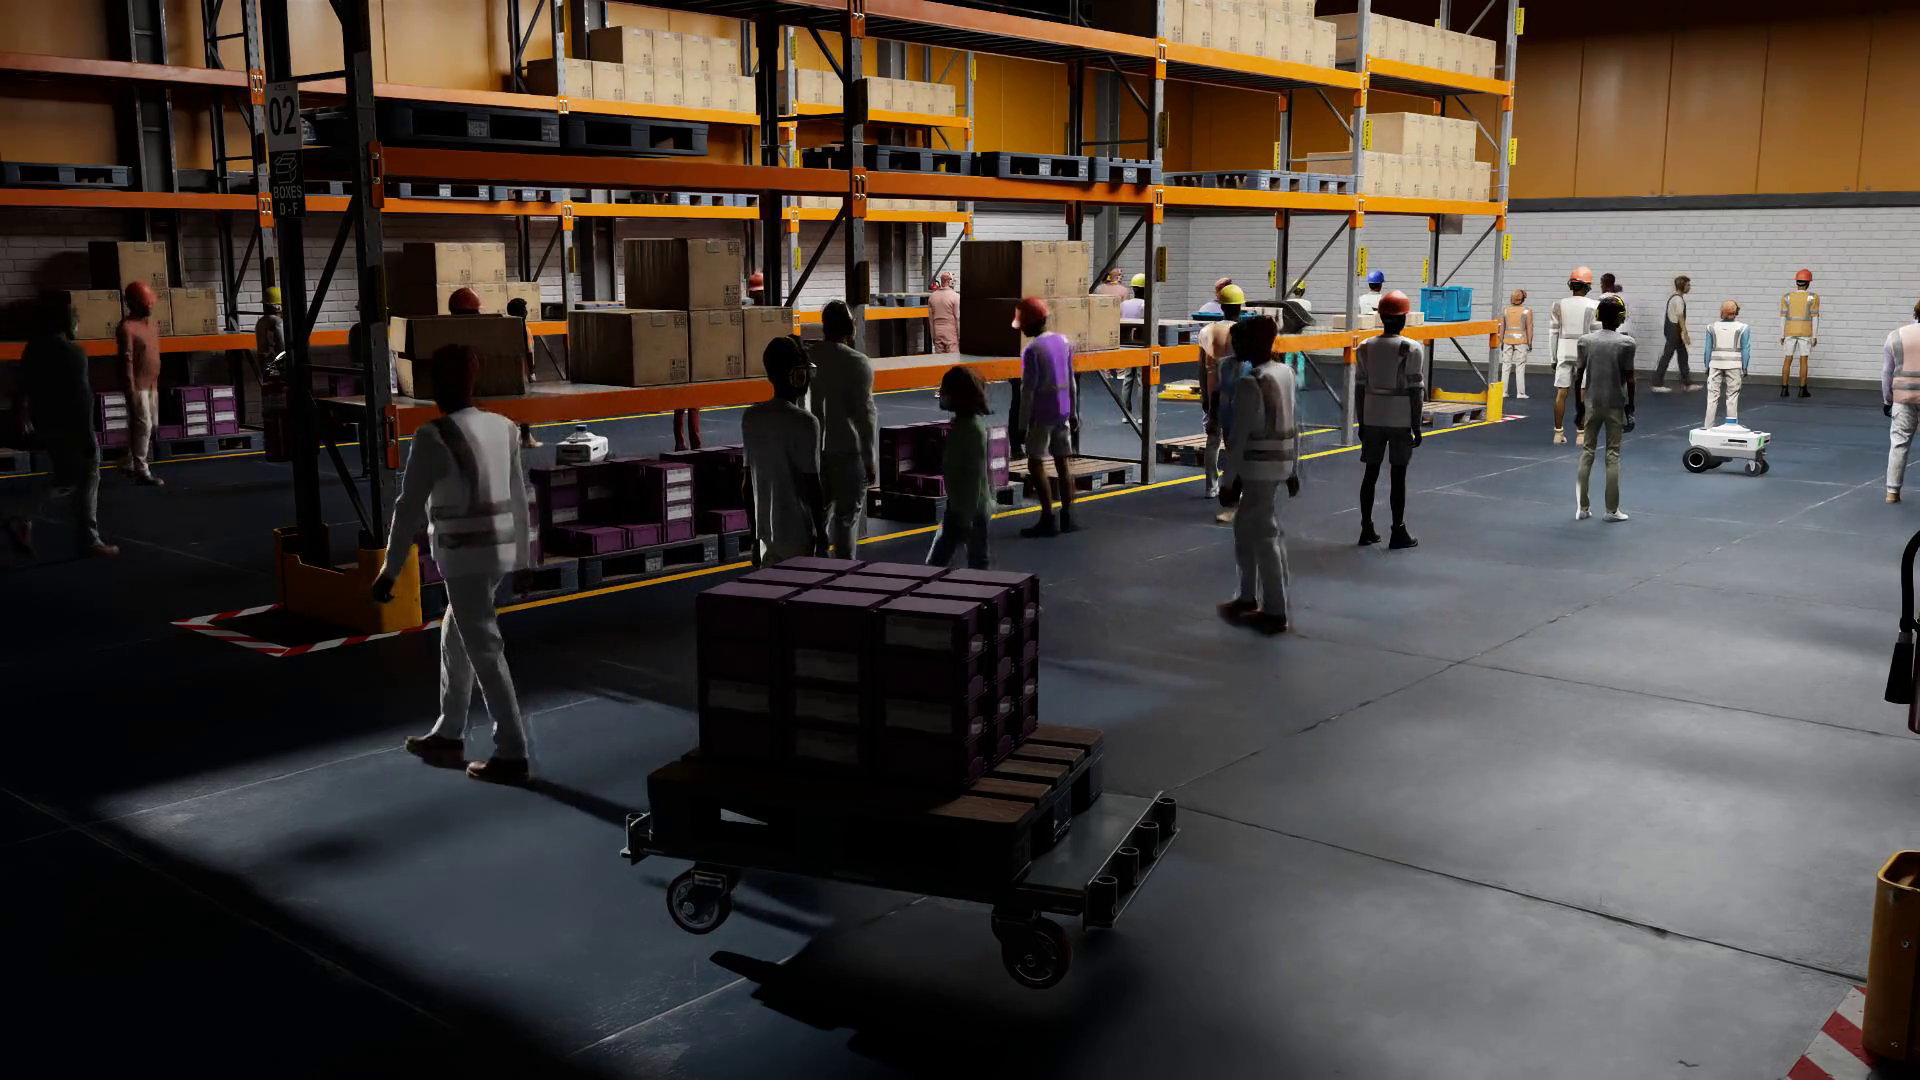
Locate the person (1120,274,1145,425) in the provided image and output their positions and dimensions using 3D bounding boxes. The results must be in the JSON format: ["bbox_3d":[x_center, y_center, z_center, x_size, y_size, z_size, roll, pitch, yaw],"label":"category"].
[{"bbox_3d":[2.287,-2.442,21.333,0.588,1.927,0.371,8,13,40],"label":"person"}]

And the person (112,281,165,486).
[{"bbox_3d":[-7.816,-1.462,15.720,0.709,1.946,0.678,0,10,0],"label":"person"}]

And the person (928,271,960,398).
[{"bbox_3d":[-0.169,-3.054,24.881,0.641,1.908,0.407,8,13,40],"label":"person"}]

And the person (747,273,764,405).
[{"bbox_3d":[-2.129,-1.890,18.024,0.613,1.999,1.053,-2,10,-14],"label":"person"}]

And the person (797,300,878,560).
[{"bbox_3d":[-0.779,-0.534,10.484,0.649,1.932,0.393,7,12,35],"label":"person"}]

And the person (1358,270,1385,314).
[{"bbox_3d":[5.714,-2.745,22.993,0.605,1.951,0.384,8,13,40],"label":"person"}]

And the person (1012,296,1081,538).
[{"bbox_3d":[0.718,-0.966,13.076,0.351,1.895,0.714,9,13,41],"label":"person"}]

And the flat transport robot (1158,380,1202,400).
[{"bbox_3d":[3.532,-2.282,25.134,0.652,0.197,1.431,5,11,25],"label":"flat transport robot"}]

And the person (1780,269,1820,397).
[{"bbox_3d":[12.727,-3.127,25.219,0.549,1.935,0.378,8,13,39],"label":"person"}]

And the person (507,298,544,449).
[{"bbox_3d":[-4.970,-1.878,18.777,0.535,1.697,0.318,8,13,40],"label":"person"}]

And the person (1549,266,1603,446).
[{"bbox_3d":[7.034,-2.088,18.989,0.607,2.044,0.379,8,13,40],"label":"person"}]

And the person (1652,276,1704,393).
[{"bbox_3d":[11.250,-3.183,25.866,0.862,1.807,0.540,4,11,19],"label":"person"}]

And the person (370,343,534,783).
[{"bbox_3d":[-2.176,0.103,7.067,0.849,1.851,0.596,3,10,18],"label":"person"}]

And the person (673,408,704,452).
[{"bbox_3d":[-2.973,-1.823,18.263,0.525,1.772,0.309,8,13,40],"label":"person"}]

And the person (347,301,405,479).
[{"bbox_3d":[-5.717,-1.505,16.268,0.591,1.833,0.403,8,13,40],"label":"person"}]

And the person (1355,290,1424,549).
[{"bbox_3d":[3.239,-0.904,12.535,0.545,1.942,0.354,8,13,40],"label":"person"}]

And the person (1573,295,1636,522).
[{"bbox_3d":[5.327,-1.080,13.742,0.514,1.872,0.328,8,13,40],"label":"person"}]

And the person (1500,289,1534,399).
[{"bbox_3d":[8.339,-2.934,24.953,0.514,1.641,0.309,8,13,40],"label":"person"}]

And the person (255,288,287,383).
[{"bbox_3d":[-7.295,-1.785,17.860,0.591,1.833,0.403,8,13,40],"label":"person"}]

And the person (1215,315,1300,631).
[{"bbox_3d":[1.695,-0.399,9.870,0.689,1.861,0.620,7,12,37],"label":"person"}]

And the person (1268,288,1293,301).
[{"bbox_3d":[6.096,-4.085,31.616,0.536,1.592,0.446,1,10,7],"label":"person"}]

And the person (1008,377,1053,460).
[{"bbox_3d":[0.731,-1.824,17.622,0.612,1.995,0.382,8,13,40],"label":"person"}]

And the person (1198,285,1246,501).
[{"bbox_3d":[2.403,-1.310,14.880,0.588,1.930,0.364,8,13,40],"label":"person"}]

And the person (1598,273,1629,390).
[{"bbox_3d":[10.068,-3.152,25.528,0.598,1.887,0.638,-7,12,-33],"label":"person"}]

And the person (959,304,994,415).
[{"bbox_3d":[0.245,-2.652,22.533,0.553,1.933,0.389,8,13,40],"label":"person"}]

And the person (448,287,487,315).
[{"bbox_3d":[-3.917,-1.040,13.313,0.545,1.942,0.354,8,13,40],"label":"person"}]

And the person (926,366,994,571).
[{"bbox_3d":[-0.030,-0.135,9.076,0.648,1.614,0.523,-3,10,-16],"label":"person"}]

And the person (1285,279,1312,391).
[{"bbox_3d":[5.356,-3.251,26.391,0.525,1.772,0.309,8,13,40],"label":"person"}]

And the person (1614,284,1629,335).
[{"bbox_3d":[11.109,-3.525,28.319,0.514,1.641,0.309,8,13,40],"label":"person"}]

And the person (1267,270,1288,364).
[{"bbox_3d":[5.455,-3.694,28.468,0.459,1.924,0.675,2,10,12],"label":"person"}]

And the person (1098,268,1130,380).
[{"bbox_3d":[2.679,-3.696,28.534,0.641,1.908,0.407,8,13,40],"label":"person"}]

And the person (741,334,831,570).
[{"bbox_3d":[-0.770,0.006,7.558,0.514,1.872,0.328,8,13,40],"label":"person"}]

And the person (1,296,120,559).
[{"bbox_3d":[-6.481,-0.781,11.914,0.631,1.915,0.661,6,12,30],"label":"person"}]

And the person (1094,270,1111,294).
[{"bbox_3d":[2.732,-4.156,31.257,0.514,1.872,0.328,8,13,40],"label":"person"}]

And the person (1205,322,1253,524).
[{"bbox_3d":[2.371,-1.001,13.917,0.521,1.660,0.870,9,13,41],"label":"person"}]

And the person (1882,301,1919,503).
[{"bbox_3d":[8.453,-1.223,14.631,0.625,1.846,0.429,8,13,40],"label":"person"}]

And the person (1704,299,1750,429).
[{"bbox_3d":[9.152,-2.044,19.874,0.514,1.645,0.309,8,13,40],"label":"person"}]

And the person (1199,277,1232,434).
[{"bbox_3d":[3.096,-2.113,19.507,0.641,1.913,0.407,8,13,40],"label":"person"}]

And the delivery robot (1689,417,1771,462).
[{"bbox_3d":[7.724,-0.987,16.689,0.707,0.478,0.477,8,13,40],"label":"delivery robot"}]

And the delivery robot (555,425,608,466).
[{"bbox_3d":[-3.624,-0.859,15.947,0.477,0.478,0.707,1,10,4],"label":"delivery robot"}]
